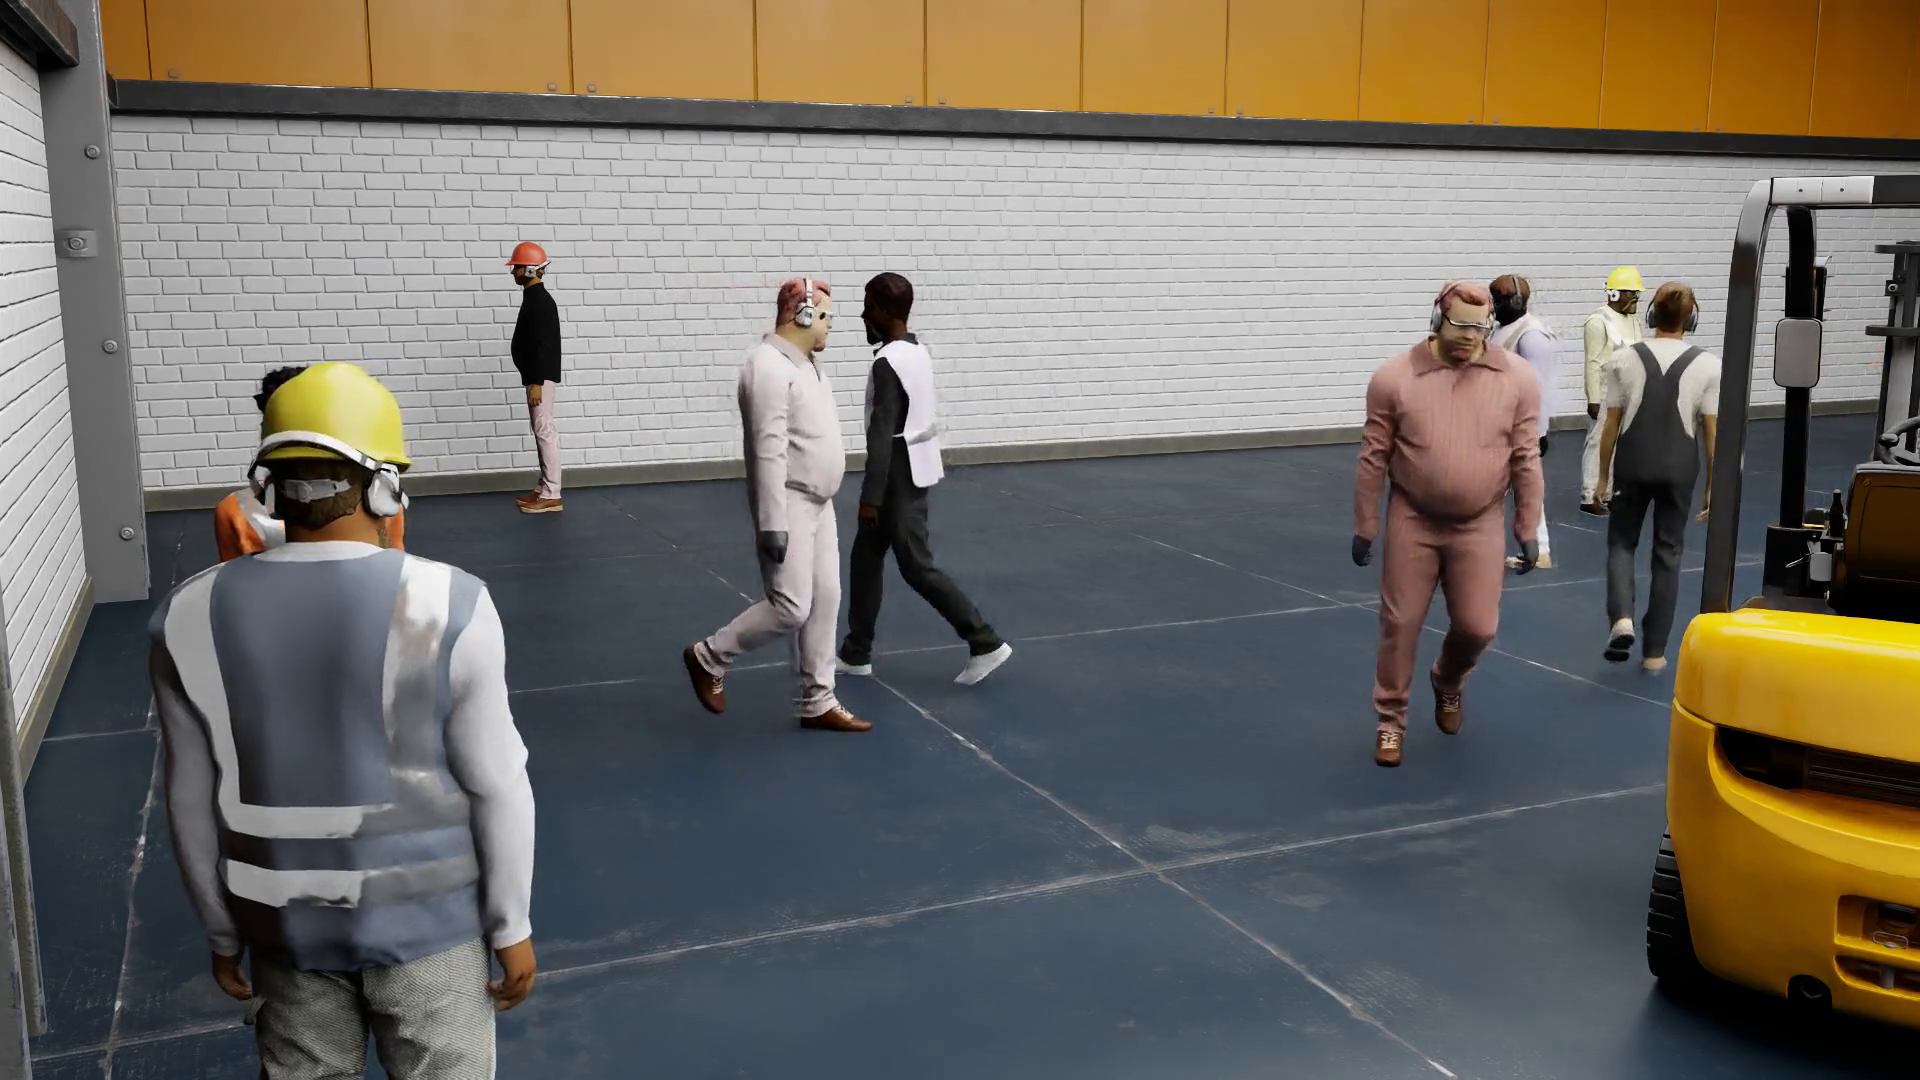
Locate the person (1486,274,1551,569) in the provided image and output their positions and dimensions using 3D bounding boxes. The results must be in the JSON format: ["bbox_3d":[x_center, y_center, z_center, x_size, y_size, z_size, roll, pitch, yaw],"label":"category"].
[{"bbox_3d":[3.212,-0.695,10.084,0.952,1.797,0.656,0,10,-1],"label":"person"}]

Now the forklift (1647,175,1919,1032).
[{"bbox_3d":[2.810,0.094,4.662,1.214,2.155,2.313,7,12,34],"label":"forklift"}]

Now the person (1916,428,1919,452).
[{"bbox_3d":[4.682,-0.186,7.796,0.632,1.609,0.541,-4,11,-22],"label":"person"}]

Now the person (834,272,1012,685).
[{"bbox_3d":[-0.224,-0.264,7.518,0.940,1.885,0.604,1,10,7],"label":"person"}]

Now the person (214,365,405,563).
[{"bbox_3d":[-1.717,0.379,4.486,0.320,1.689,0.525,8,13,38],"label":"person"}]

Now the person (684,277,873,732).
[{"bbox_3d":[-0.740,-0.129,6.781,0.697,1.871,0.650,3,11,15],"label":"person"}]

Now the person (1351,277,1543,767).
[{"bbox_3d":[1.865,-0.068,6.412,0.710,1.879,0.519,2,10,11],"label":"person"}]

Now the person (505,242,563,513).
[{"bbox_3d":[-3.148,-1.203,12.360,0.377,1.995,0.608,-3,11,-16],"label":"person"}]

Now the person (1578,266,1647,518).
[{"bbox_3d":[4.758,-1.073,12.115,0.593,1.825,0.403,-8,13,-38],"label":"person"}]

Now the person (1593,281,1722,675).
[{"bbox_3d":[3.222,-0.276,7.698,0.541,1.828,0.448,5,11,24],"label":"person"}]

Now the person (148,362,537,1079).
[{"bbox_3d":[-0.991,0.618,2.792,0.586,1.824,0.403,0,10,2],"label":"person"}]
